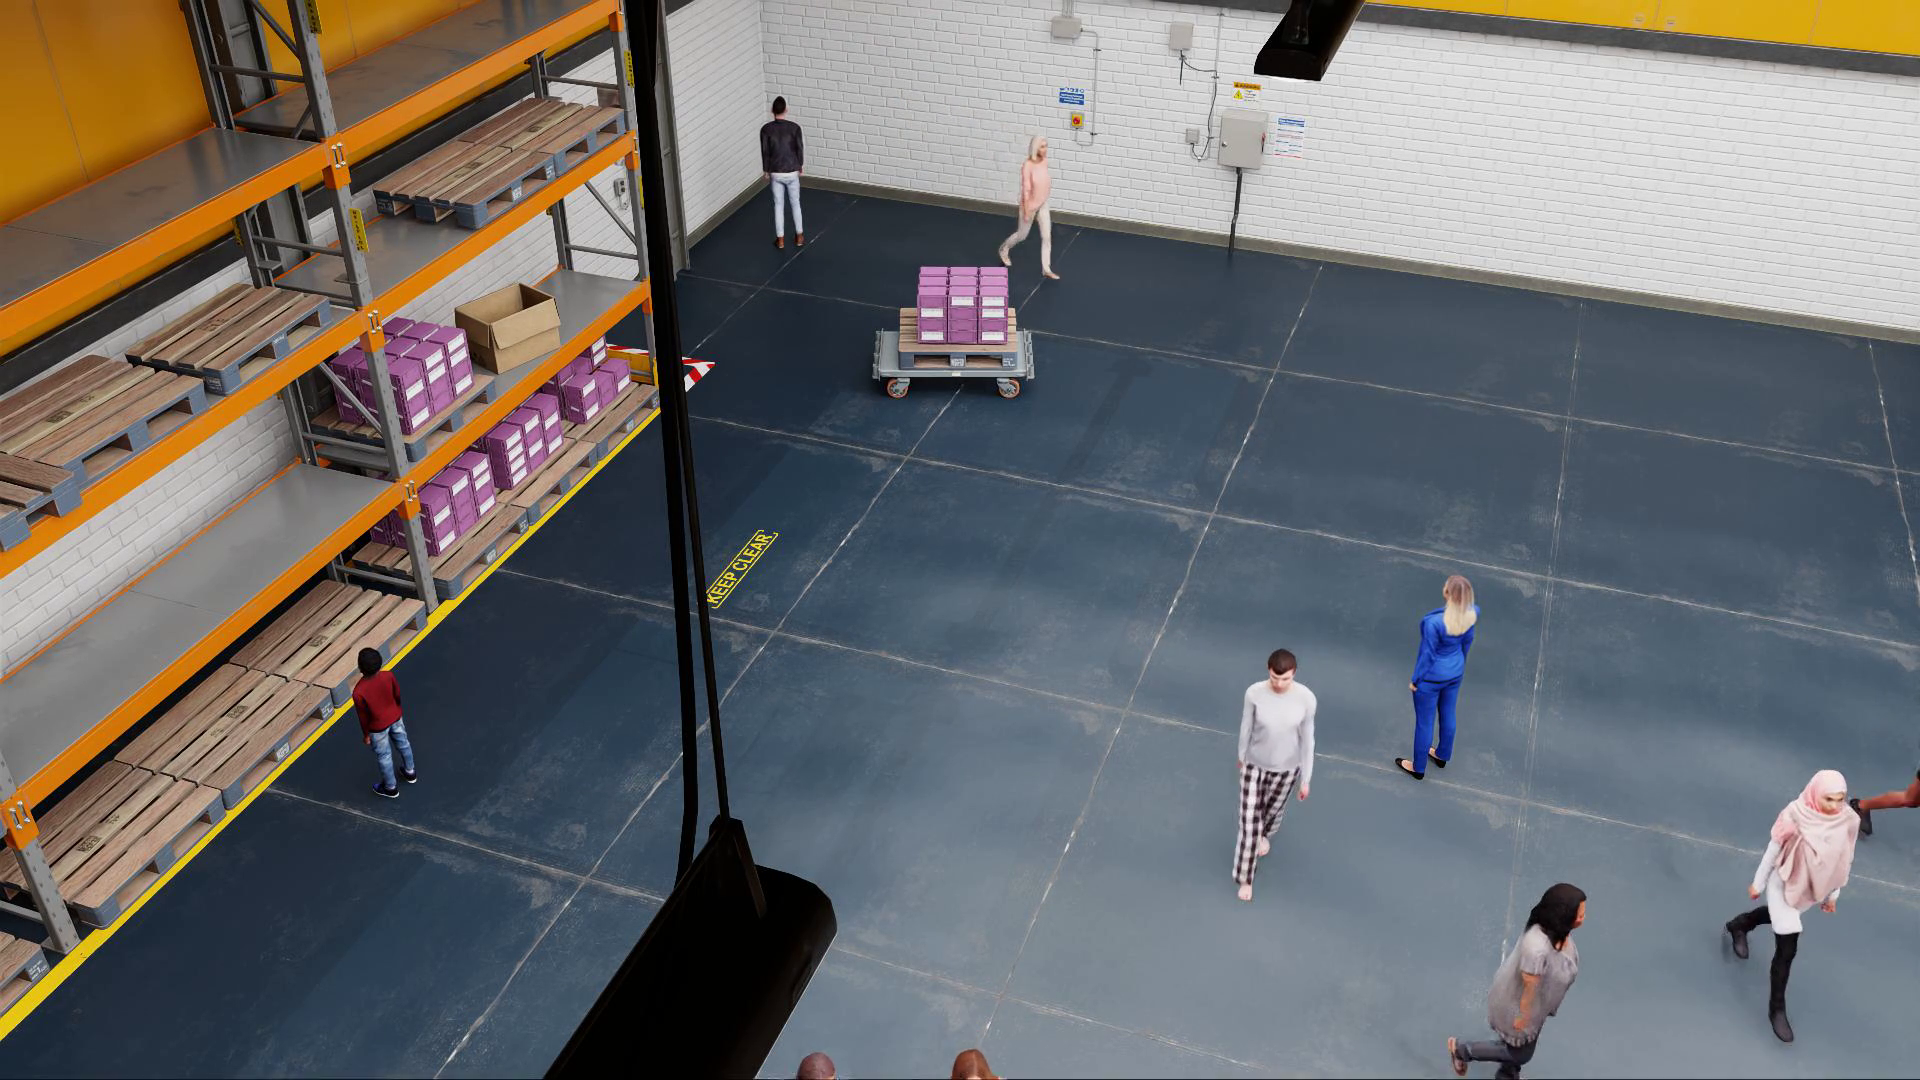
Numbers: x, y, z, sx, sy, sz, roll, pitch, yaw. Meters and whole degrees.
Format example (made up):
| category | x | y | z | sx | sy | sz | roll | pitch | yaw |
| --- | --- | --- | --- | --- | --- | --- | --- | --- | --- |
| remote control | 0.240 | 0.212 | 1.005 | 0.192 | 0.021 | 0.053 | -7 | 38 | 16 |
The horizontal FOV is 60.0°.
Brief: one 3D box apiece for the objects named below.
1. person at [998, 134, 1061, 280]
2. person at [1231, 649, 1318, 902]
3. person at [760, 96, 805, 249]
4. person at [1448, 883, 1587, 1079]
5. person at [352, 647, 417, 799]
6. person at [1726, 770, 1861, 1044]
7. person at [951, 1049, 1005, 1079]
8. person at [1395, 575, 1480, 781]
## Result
| category | x | y | z | sx | sy | sz | roll | pitch | yaw |
| --- | --- | --- | --- | --- | --- | --- | --- | --- | --- |
| person | 0.781 | -3.861 | 19.146 | 0.950 | 1.690 | 1.131 | 28 | 43 | 35 |
| person | 2.087 | 1.425 | 11.079 | 0.793 | 1.817 | 1.131 | 4 | 34 | 6 |
| person | -2.093 | -4.368 | 19.777 | 0.740 | 1.836 | 0.742 | -6 | 34 | -10 |
| person | 3.180 | 2.573 | 9.560 | 0.780 | 1.587 | 0.785 | 20 | 38 | 27 |
| person | -4.097 | 1.275 | 11.810 | 0.614 | 1.256 | 0.496 | 21 | 39 | 29 |
| person | 5.056 | 2.078 | 10.149 | 0.950 | 1.759 | 1.256 | -1 | 34 | -2 |
| person | 0.049 | 3.141 | 8.610 | 0.785 | 1.692 | 0.859 | -10 | 35 | -15 |
| person | 3.430 | 0.969 | 11.870 | 0.690 | 1.700 | 0.763 | -17 | 37 | -24 |
